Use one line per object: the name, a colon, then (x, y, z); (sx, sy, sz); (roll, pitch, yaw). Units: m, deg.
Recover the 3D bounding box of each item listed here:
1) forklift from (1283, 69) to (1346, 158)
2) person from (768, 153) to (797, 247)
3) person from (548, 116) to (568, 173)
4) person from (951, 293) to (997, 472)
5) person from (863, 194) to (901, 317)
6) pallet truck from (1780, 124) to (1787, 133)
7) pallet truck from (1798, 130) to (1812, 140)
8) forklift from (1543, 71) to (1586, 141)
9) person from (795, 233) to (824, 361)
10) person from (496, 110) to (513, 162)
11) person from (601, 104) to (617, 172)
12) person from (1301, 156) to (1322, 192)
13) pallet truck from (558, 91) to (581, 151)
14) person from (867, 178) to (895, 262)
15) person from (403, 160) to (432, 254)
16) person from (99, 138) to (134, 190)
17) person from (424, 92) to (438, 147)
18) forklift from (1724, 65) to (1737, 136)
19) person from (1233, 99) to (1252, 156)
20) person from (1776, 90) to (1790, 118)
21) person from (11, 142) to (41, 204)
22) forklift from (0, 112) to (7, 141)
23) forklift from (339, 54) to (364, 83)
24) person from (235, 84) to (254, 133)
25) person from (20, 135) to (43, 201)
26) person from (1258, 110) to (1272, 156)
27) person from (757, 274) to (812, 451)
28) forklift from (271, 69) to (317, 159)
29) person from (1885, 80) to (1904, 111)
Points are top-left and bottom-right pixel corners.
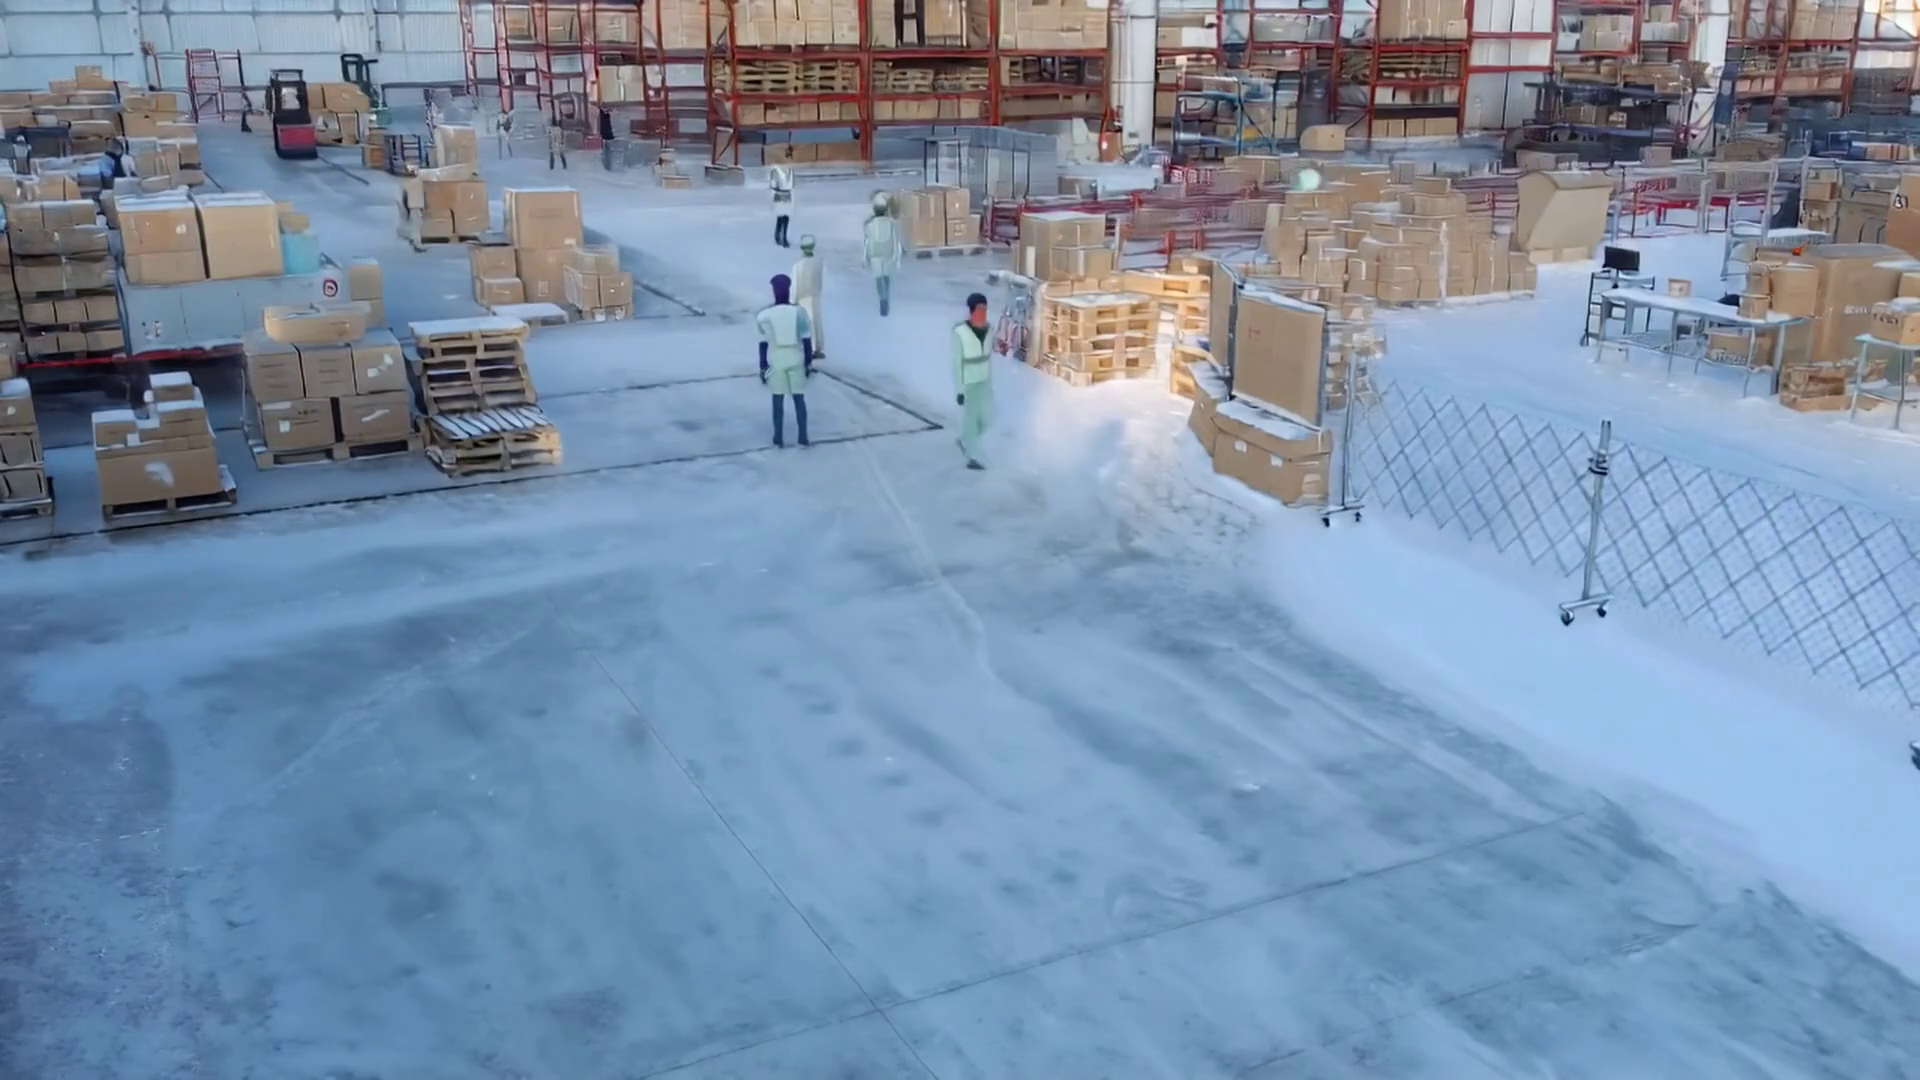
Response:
forklift: (11.615, -13.871, 54.079); (1.129, 2.768, 1.873); (-9, 20, -27)
person: (-3.620, -6.955, 34.073); (0.581, 1.910, 0.556); (-10, 20, -28)
person: (-11.990, -11.733, 49.365); (0.759, 1.650, 0.550); (9, 20, 26)
person: (0.150, -1.666, 17.609); (0.588, 1.905, 0.441); (-15, 23, -39)
person: (-1.287, -4.585, 26.694); (0.579, 1.902, 0.911); (-4, 18, -13)
pallet truck: (25.206, -12.542, 52.601); (1.601, 1.201, 0.680); (0, 18, -2)
pallet truck: (25.526, -11.556, 49.408); (1.630, 1.274, 0.653); (-9, 20, -26)
forklift: (18.685, -13.231, 52.085); (1.873, 2.768, 1.129); (-9, 20, -26)
person: (-2.101, -3.384, 23.183); (0.309, 1.769, 0.524); (12, 21, 33)
person: (-14.530, -12.908, 53.099); (0.612, 1.632, 0.326); (7, 19, 21)
person: (-10.526, -12.004, 49.684); (0.375, 1.996, 0.608); (-7, 19, -21)
person: (7.258, -7.090, 34.703); (0.907, 1.795, 0.604); (-7, 19, -20)
pallet truck: (-13.495, -14.412, 57.188); (0.823, 1.965, 1.885); (-3, 18, -9)
person: (-1.486, -6.134, 32.003); (0.551, 1.609, 0.560); (-12, 21, -33)
person: (-10.826, -6.656, 33.251); (0.510, 1.853, 0.513); (8, 19, 23)
person: (-18.448, -7.774, 36.423); (0.673, 2.000, 0.535); (-16, 24, -41)
person: (-18.603, -14.791, 58.514); (0.390, 1.912, 0.589); (-11, 21, -32)
forklift: (26.294, -15.059, 57.782); (1.129, 2.768, 1.873); (10, 20, 28)
person: (9.314, -13.613, 54.847); (0.549, 1.913, 0.878); (-9, 20, -26)
person: (31.101, -16.138, 62.974); (0.640, 1.745, 0.541); (-10, 20, -28)
person: (-20.769, -7.882, 37.015); (0.585, 1.881, 0.343); (1, 18, 2)
forklift: (-35.930, -15.857, 60.270); (1.873, 2.768, 1.129); (2, 18, 6)
forklift: (-25.815, -19.245, 70.834); (1.873, 2.768, 1.129); (9, 20, 27)
person: (-28.157, -16.953, 65.299); (0.971, 1.896, 0.549); (10, 20, 29)
person: (-23.679, -9.465, 42.341); (0.512, 1.642, 0.312); (6, 19, 18)
person: (9.575, -12.564, 51.913); (0.533, 1.697, 0.318); (5, 18, 14)
person: (-1.937, -1.956, 18.410); (0.608, 1.963, 0.369); (-5, 18, -15)
forklift: (-21.809, -13.930, 54.263); (1.129, 2.768, 1.873); (-9, 20, -27)
person: (37.022, -17.244, 66.076); (0.978, 1.952, 0.657); (-9, 20, -27)
